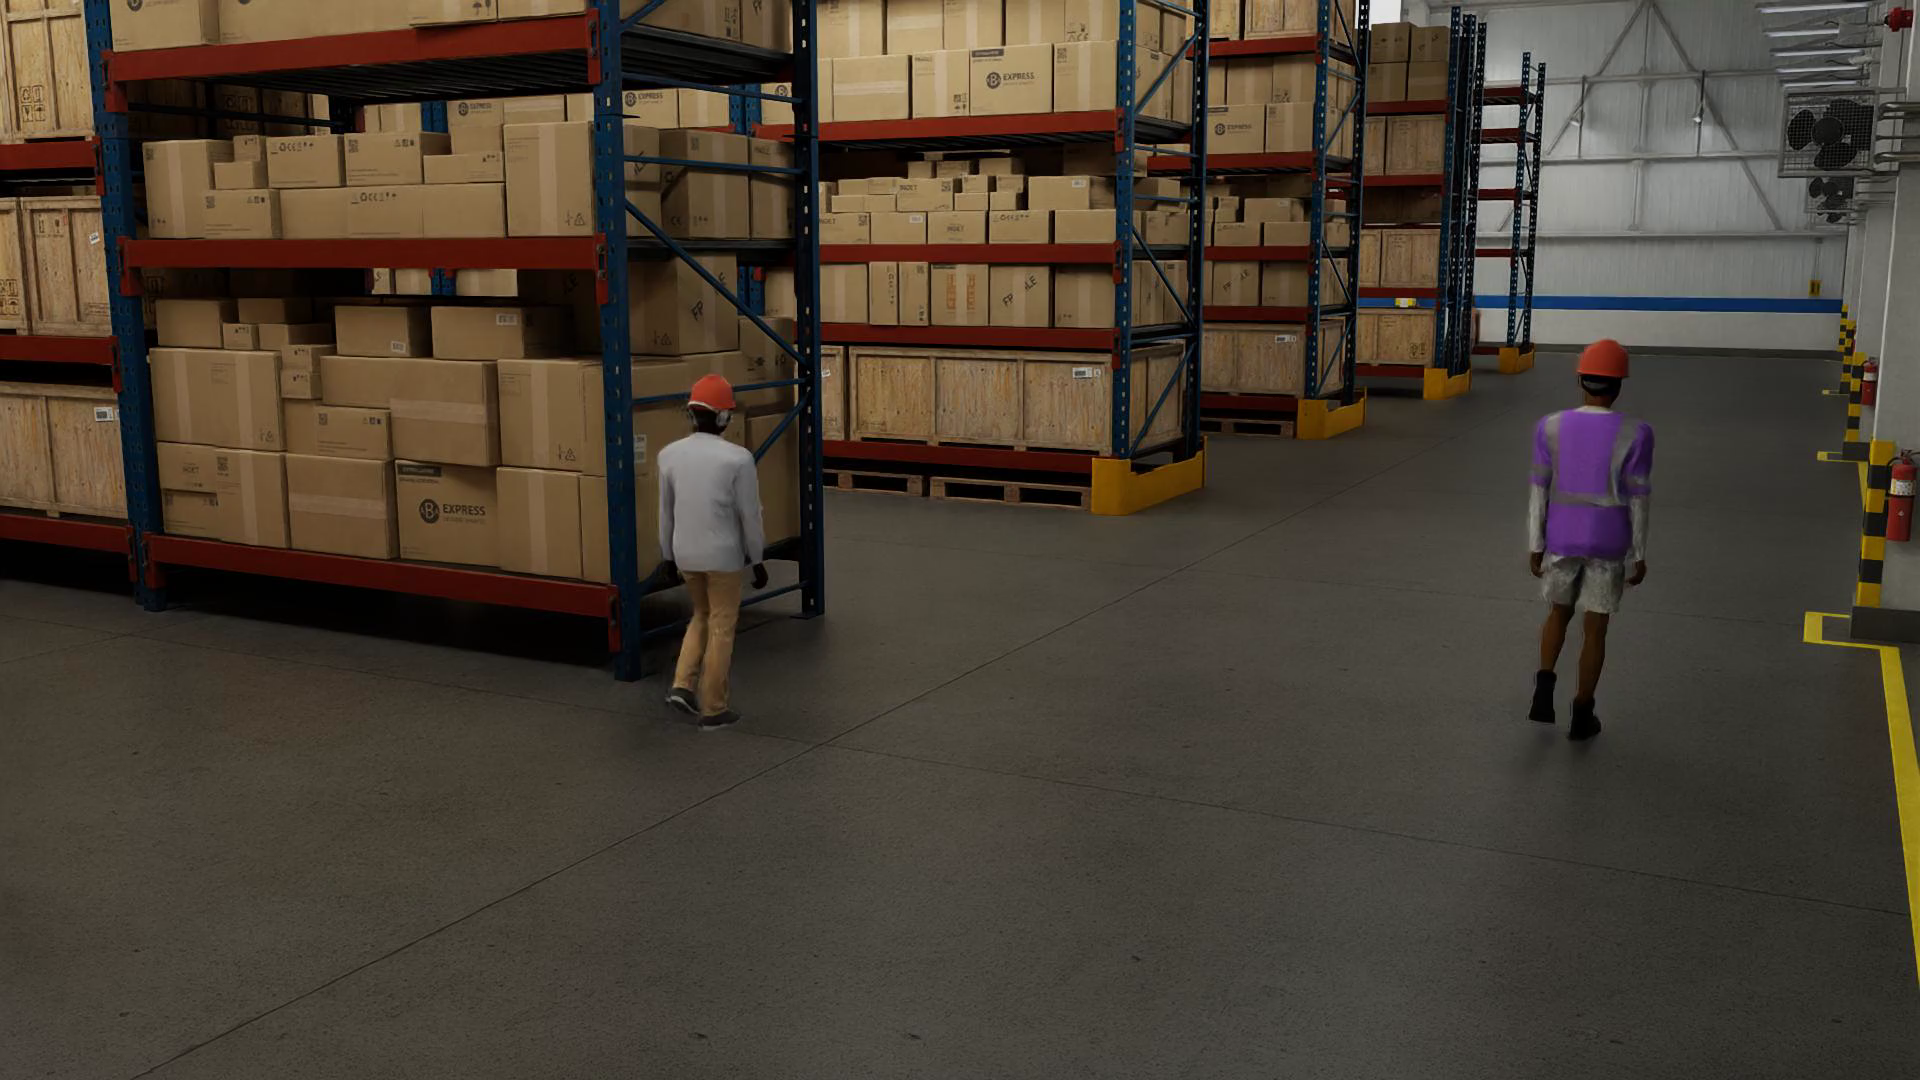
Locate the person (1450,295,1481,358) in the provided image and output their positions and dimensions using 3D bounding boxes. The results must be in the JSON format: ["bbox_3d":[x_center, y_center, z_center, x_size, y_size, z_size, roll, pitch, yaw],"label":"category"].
[{"bbox_3d":[9.177,-3.666,30.140,0.512,1.612,0.789,-1,10,-3],"label":"person"}]

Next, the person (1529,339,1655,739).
[{"bbox_3d":[3.020,0.005,7.980,0.546,1.925,0.415,8,12,37],"label":"person"}]

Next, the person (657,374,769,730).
[{"bbox_3d":[-1.204,0.062,8.168,0.562,1.741,0.375,6,11,31],"label":"person"}]
